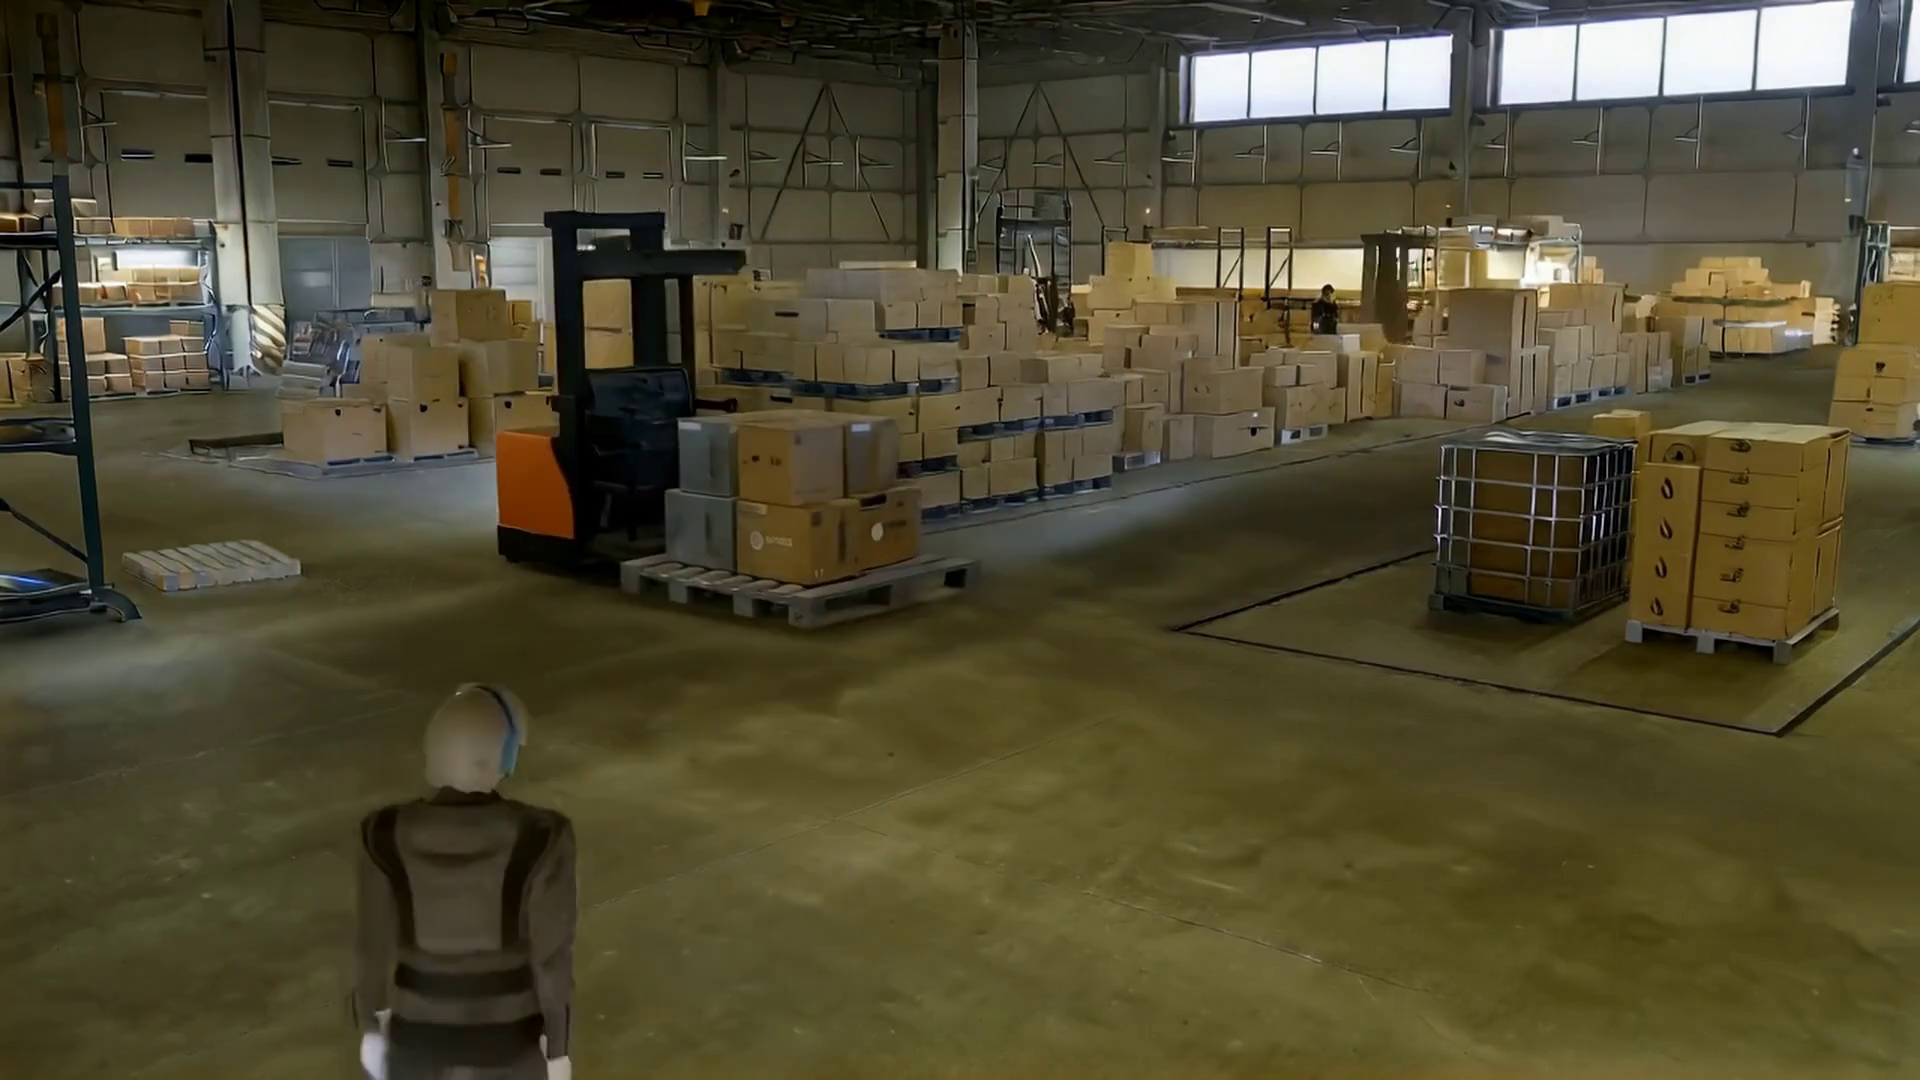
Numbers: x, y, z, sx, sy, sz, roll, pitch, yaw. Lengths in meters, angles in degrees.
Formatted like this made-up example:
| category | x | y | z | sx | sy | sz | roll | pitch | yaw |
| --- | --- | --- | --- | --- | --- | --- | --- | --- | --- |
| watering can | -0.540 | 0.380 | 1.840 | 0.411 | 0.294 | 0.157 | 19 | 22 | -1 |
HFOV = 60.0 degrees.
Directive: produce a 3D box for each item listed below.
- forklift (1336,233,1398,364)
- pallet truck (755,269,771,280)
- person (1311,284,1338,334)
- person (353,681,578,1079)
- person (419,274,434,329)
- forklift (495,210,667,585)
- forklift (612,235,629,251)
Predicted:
| category | x | y | z | sx | sy | sz | roll | pitch | yaw |
| --- | --- | --- | --- | --- | --- | --- | --- | --- | --- |
| forklift | 8.139 | -4.587 | 32.510 | 1.873 | 2.768 | 1.129 | -2 | 10 | -12 |
| pallet truck | -4.996 | -6.432 | 45.525 | 1.885 | 1.965 | 0.823 | -6 | 12 | -32 |
| person | 6.202 | -3.366 | 28.237 | 0.629 | 1.940 | 0.372 | -10 | 14 | -43 |
| person | -1.119 | 1.117 | 3.762 | 0.528 | 1.572 | 0.974 | 0 | 10 | -2 |
| person | -13.121 | -5.649 | 41.327 | 0.804 | 1.897 | 0.621 | -8 | 13 | -39 |
| forklift | -2.741 | -1.172 | 13.067 | 1.873 | 2.768 | 1.129 | 8 | 13 | 40 |
| forklift | -7.300 | -5.450 | 37.421 | 1.873 | 2.768 | 1.129 | 8 | 13 | 40 |
